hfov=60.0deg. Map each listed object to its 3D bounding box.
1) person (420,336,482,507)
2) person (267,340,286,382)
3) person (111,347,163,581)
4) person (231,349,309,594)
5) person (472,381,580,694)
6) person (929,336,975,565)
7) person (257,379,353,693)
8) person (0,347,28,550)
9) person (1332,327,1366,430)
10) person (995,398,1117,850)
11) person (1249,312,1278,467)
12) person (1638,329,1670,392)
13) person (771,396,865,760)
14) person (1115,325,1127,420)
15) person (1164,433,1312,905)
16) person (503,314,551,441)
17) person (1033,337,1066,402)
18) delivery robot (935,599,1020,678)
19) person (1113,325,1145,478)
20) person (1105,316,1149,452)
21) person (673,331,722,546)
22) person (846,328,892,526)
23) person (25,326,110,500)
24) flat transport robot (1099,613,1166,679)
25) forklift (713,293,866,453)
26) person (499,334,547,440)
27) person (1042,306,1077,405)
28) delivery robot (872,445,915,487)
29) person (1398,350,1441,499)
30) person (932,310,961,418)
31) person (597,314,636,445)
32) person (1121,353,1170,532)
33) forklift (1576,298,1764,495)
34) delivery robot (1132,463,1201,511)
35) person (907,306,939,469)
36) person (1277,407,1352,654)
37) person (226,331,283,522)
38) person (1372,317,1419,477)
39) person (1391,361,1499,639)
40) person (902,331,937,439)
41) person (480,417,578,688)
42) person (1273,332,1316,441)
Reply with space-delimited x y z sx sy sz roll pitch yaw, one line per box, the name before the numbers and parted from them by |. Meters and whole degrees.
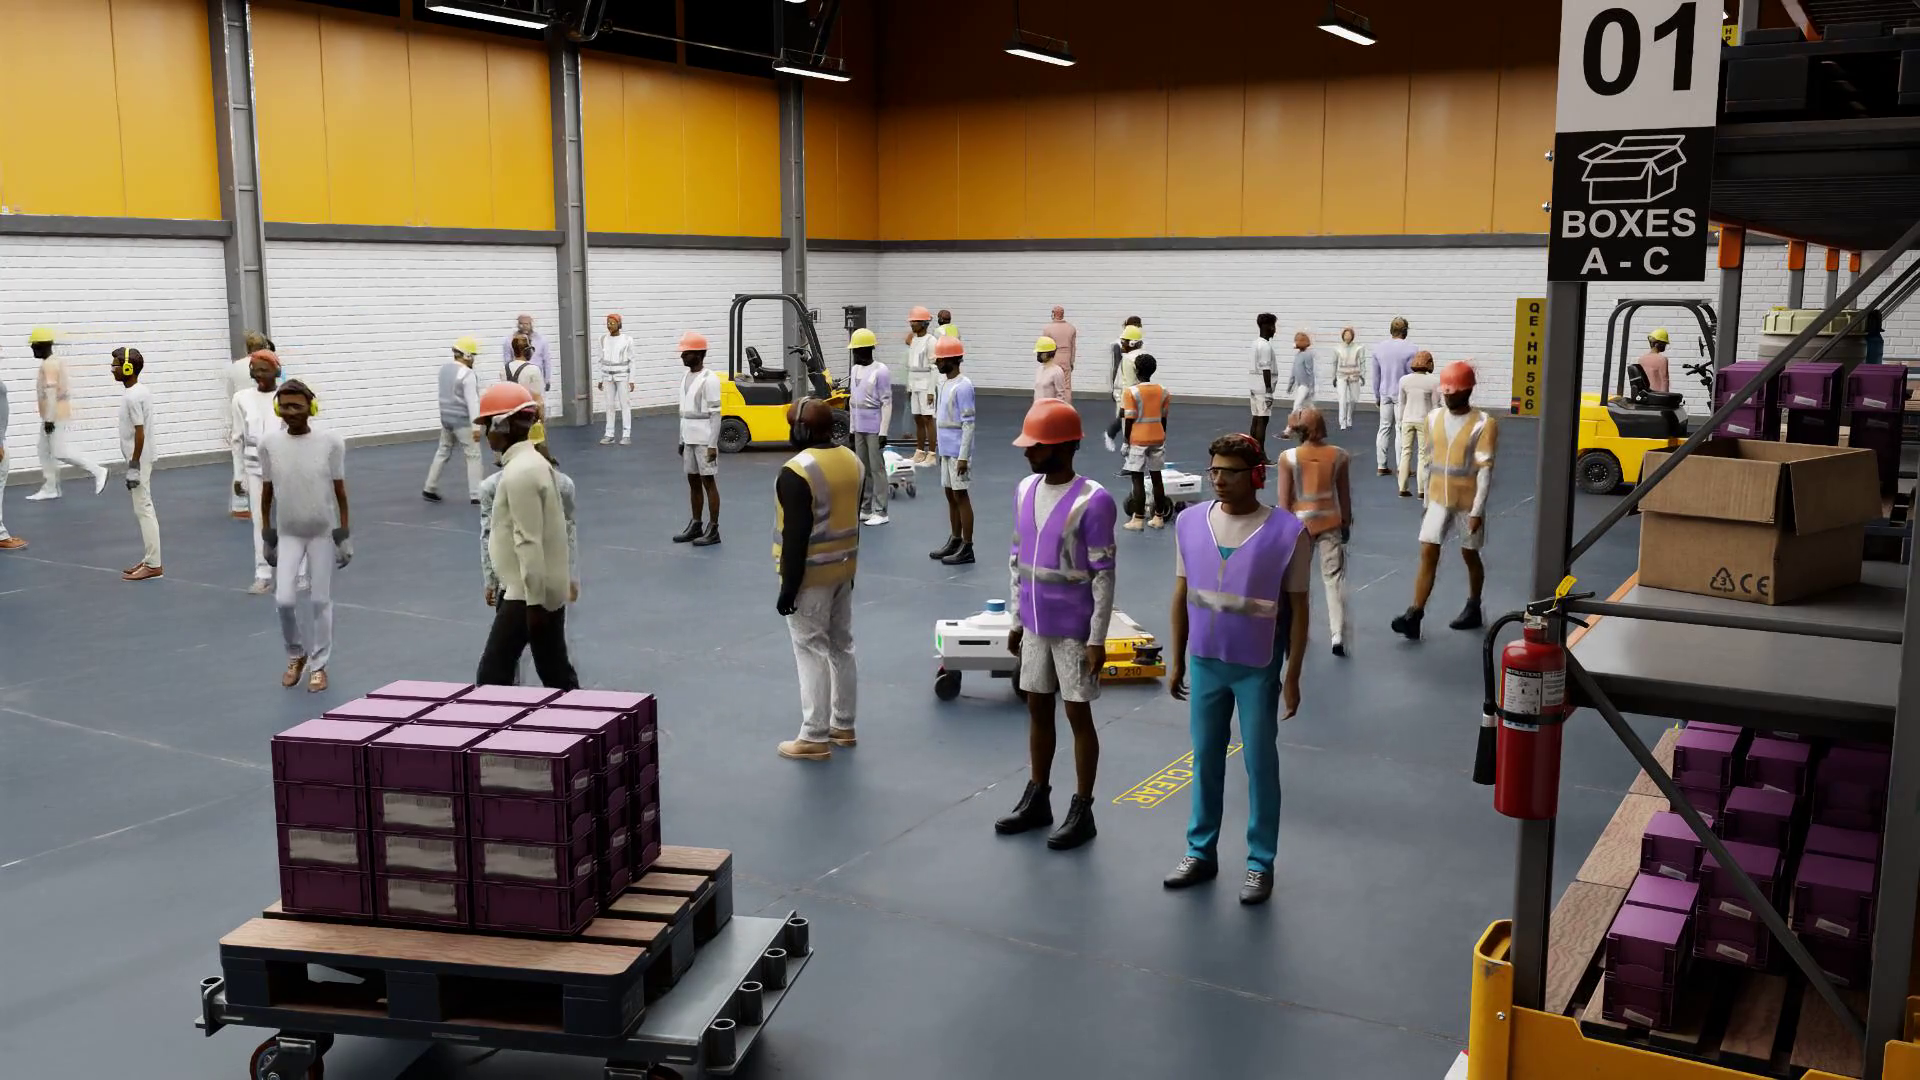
person | -5.315 -1.248 17.597 0.721 1.802 0.491 7 12 38
person | -8.136 -1.523 19.594 0.530 1.697 0.321 6 11 32
person | -6.634 -0.610 13.376 0.328 1.867 0.513 -4 10 -23
person | -5.289 -0.525 12.790 0.585 1.883 0.343 -1 9 -4
person | -2.113 0.250 7.735 0.890 1.947 0.640 -1 9 -7
person | -0.071 -0.757 14.075 0.369 1.933 0.551 -3 10 -19
person | -3.823 -0.017 9.735 0.512 1.856 0.384 -2 9 -15
person | -8.600 -0.873 14.785 0.369 1.940 0.631 -7 11 -36
person | 6.148 -2.567 26.357 0.517 1.624 0.655 1 9 8
person | 0.407 0.356 7.133 0.376 1.933 0.545 -8 12 -43
person | 3.876 -1.918 21.223 0.367 1.967 0.606 -1 9 -5
person | 8.733 -1.767 20.937 0.328 1.760 0.524 -3 10 -18
person | -0.737 0.190 8.459 0.429 1.839 0.634 5 10 28
person | 2.792 -2.743 27.410 0.317 1.643 0.519 -6 11 -33
person | 1.096 0.493 6.547 0.565 1.845 0.384 6 11 35
person | -6.156 -2.267 23.661 0.667 1.890 0.564 -3 10 -18
person | 0.964 -1.356 18.342 0.327 1.765 0.528 -5 10 -28
delivery robot | 0.208 0.590 9.670 0.707 0.478 0.477 0 9 1
person | 2.053 -1.669 20.081 0.404 1.834 0.599 4 10 24
person | 2.269 -2.055 22.281 0.607 1.902 0.643 -7 12 -38
person | -2.379 -0.914 15.044 0.369 1.939 0.542 -8 12 -41
person | -0.906 -1.101 16.255 0.381 1.923 0.592 -7 11 -37
person | -9.768 -1.380 18.073 0.739 1.900 0.592 -5 11 -30
flat transport robot | 0.806 0.628 10.608 0.652 0.197 1.431 -1 9 -9
forklift | -2.458 -2.344 23.176 2.313 2.155 1.214 0 9 -2
person | -4.443 -1.175 16.969 0.520 1.843 0.331 4 10 24
person | 1.652 -3.003 28.181 0.639 1.910 0.406 -5 10 -26
delivery robot | -0.806 -0.803 18.364 0.477 0.478 0.707 -7 11 -35
person | 5.009 -1.256 18.158 0.494 1.624 0.279 7 12 38
person | -0.271 -2.991 28.311 0.429 1.844 0.627 7 12 38
person | -4.941 -2.305 23.897 0.573 1.883 0.357 3 9 16
person | 1.764 -0.929 15.887 0.539 1.695 0.318 -6 11 -32
forklift | 7.954 -1.589 18.462 2.313 2.155 1.214 5 11 30
delivery robot | 2.074 -0.531 16.667 0.707 0.478 0.477 -6 11 -32
person | -0.495 -1.923 21.014 0.380 2.045 0.605 -5 11 -30
person | 2.326 -0.073 10.854 0.538 1.592 0.858 -1 9 -7
person | -6.993 -1.148 16.698 0.651 1.878 1.067 5 10 27
person | 5.269 -1.721 20.084 0.373 1.940 0.630 -9 13 -44
person | 3.305 -0.263 11.183 0.561 1.866 1.033 9 13 43
person | -0.574 -2.266 24.487 0.652 1.612 0.530 1 9 4
person | -2.238 0.204 8.680 0.493 1.740 0.325 -3 10 -18
person | 5.045 -2.255 24.480 0.844 1.592 0.519 -1 9 -7
